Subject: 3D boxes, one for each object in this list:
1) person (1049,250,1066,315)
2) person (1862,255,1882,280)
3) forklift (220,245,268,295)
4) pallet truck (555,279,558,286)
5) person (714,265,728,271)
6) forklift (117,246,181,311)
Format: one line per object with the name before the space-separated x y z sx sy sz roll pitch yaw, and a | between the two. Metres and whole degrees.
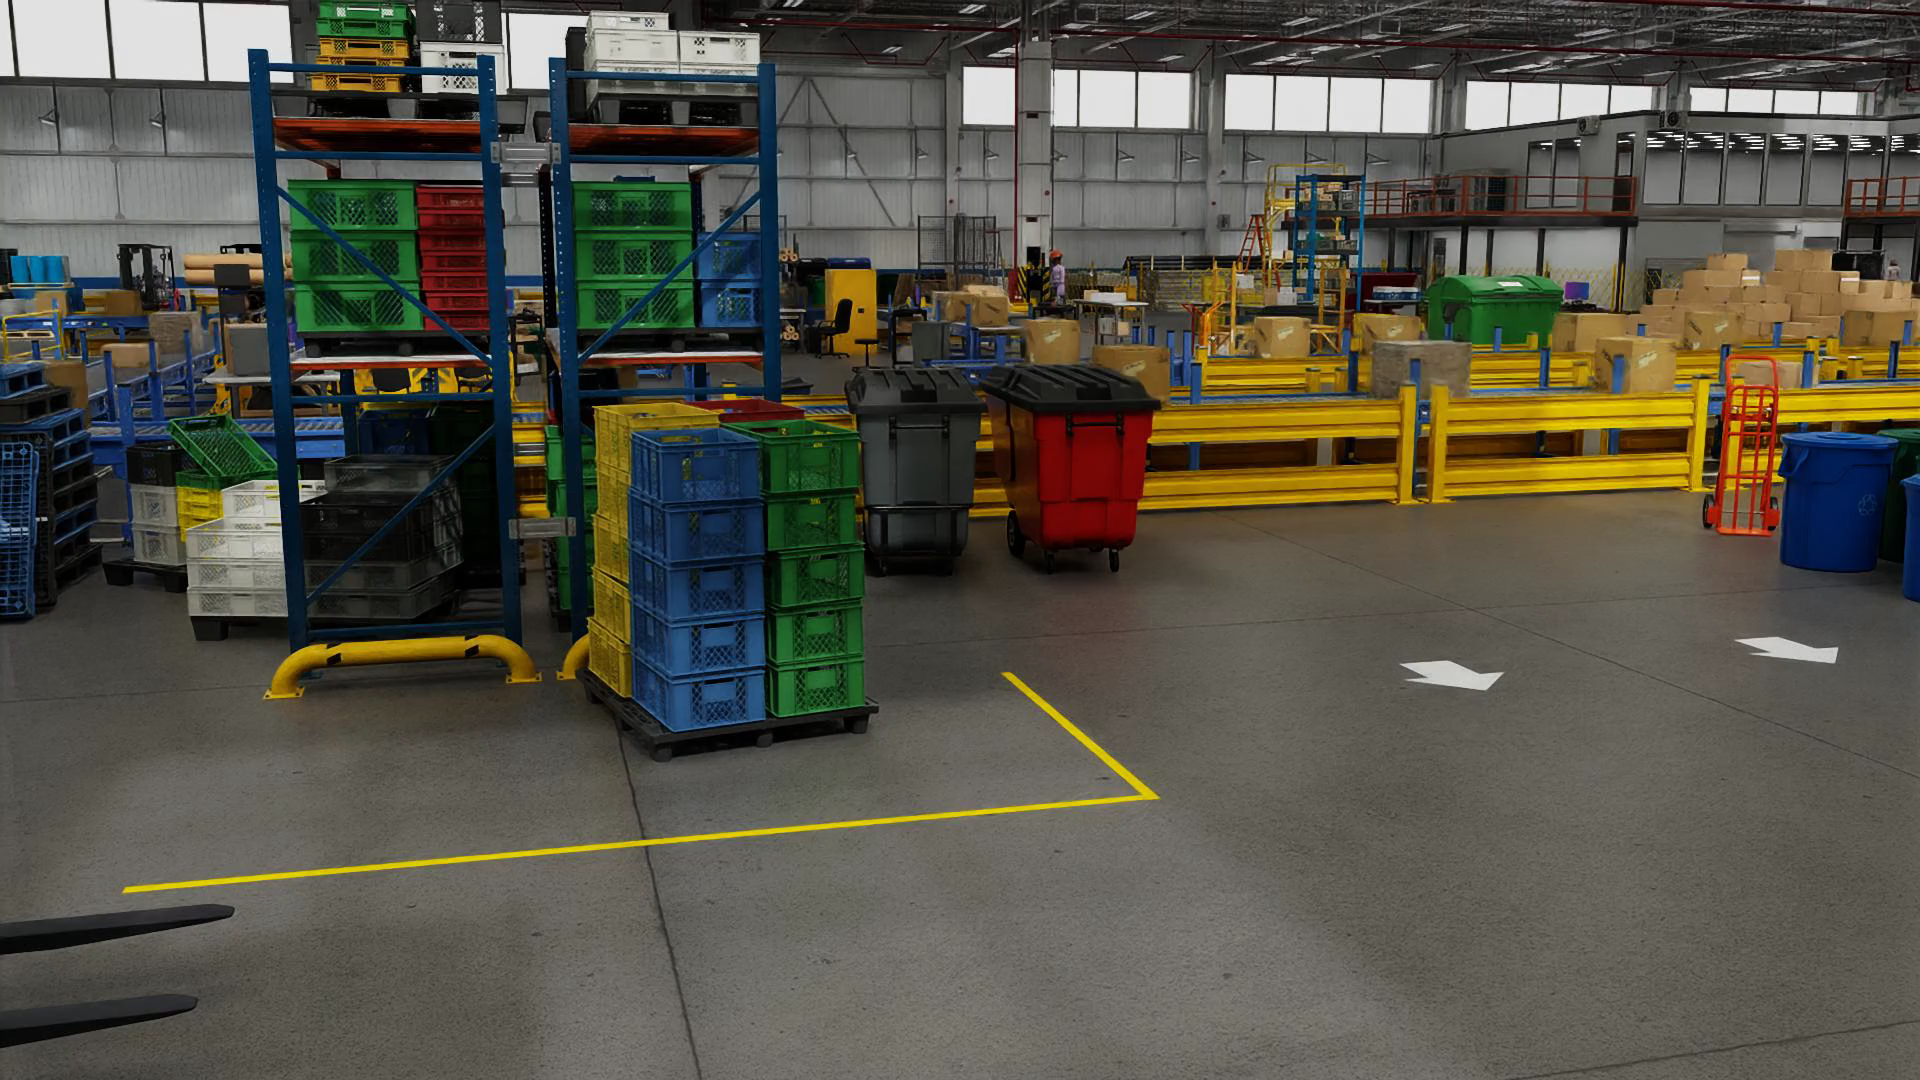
person | 2.288 -5.855 39.490 0.385 2.040 0.605 3 11 18
person | 28.006 -7.820 51.060 0.572 1.883 0.355 9 13 40
forklift | -17.749 -6.334 41.440 1.157 1.987 2.680 -3 10 -17
pallet truck | -10.604 -6.375 44.520 0.653 1.274 1.630 -3 10 -15
person | -6.381 -6.653 44.492 0.956 1.871 0.636 -9 14 -43
forklift | -19.966 -6.232 40.894 1.157 1.987 2.680 -3 10 -15
